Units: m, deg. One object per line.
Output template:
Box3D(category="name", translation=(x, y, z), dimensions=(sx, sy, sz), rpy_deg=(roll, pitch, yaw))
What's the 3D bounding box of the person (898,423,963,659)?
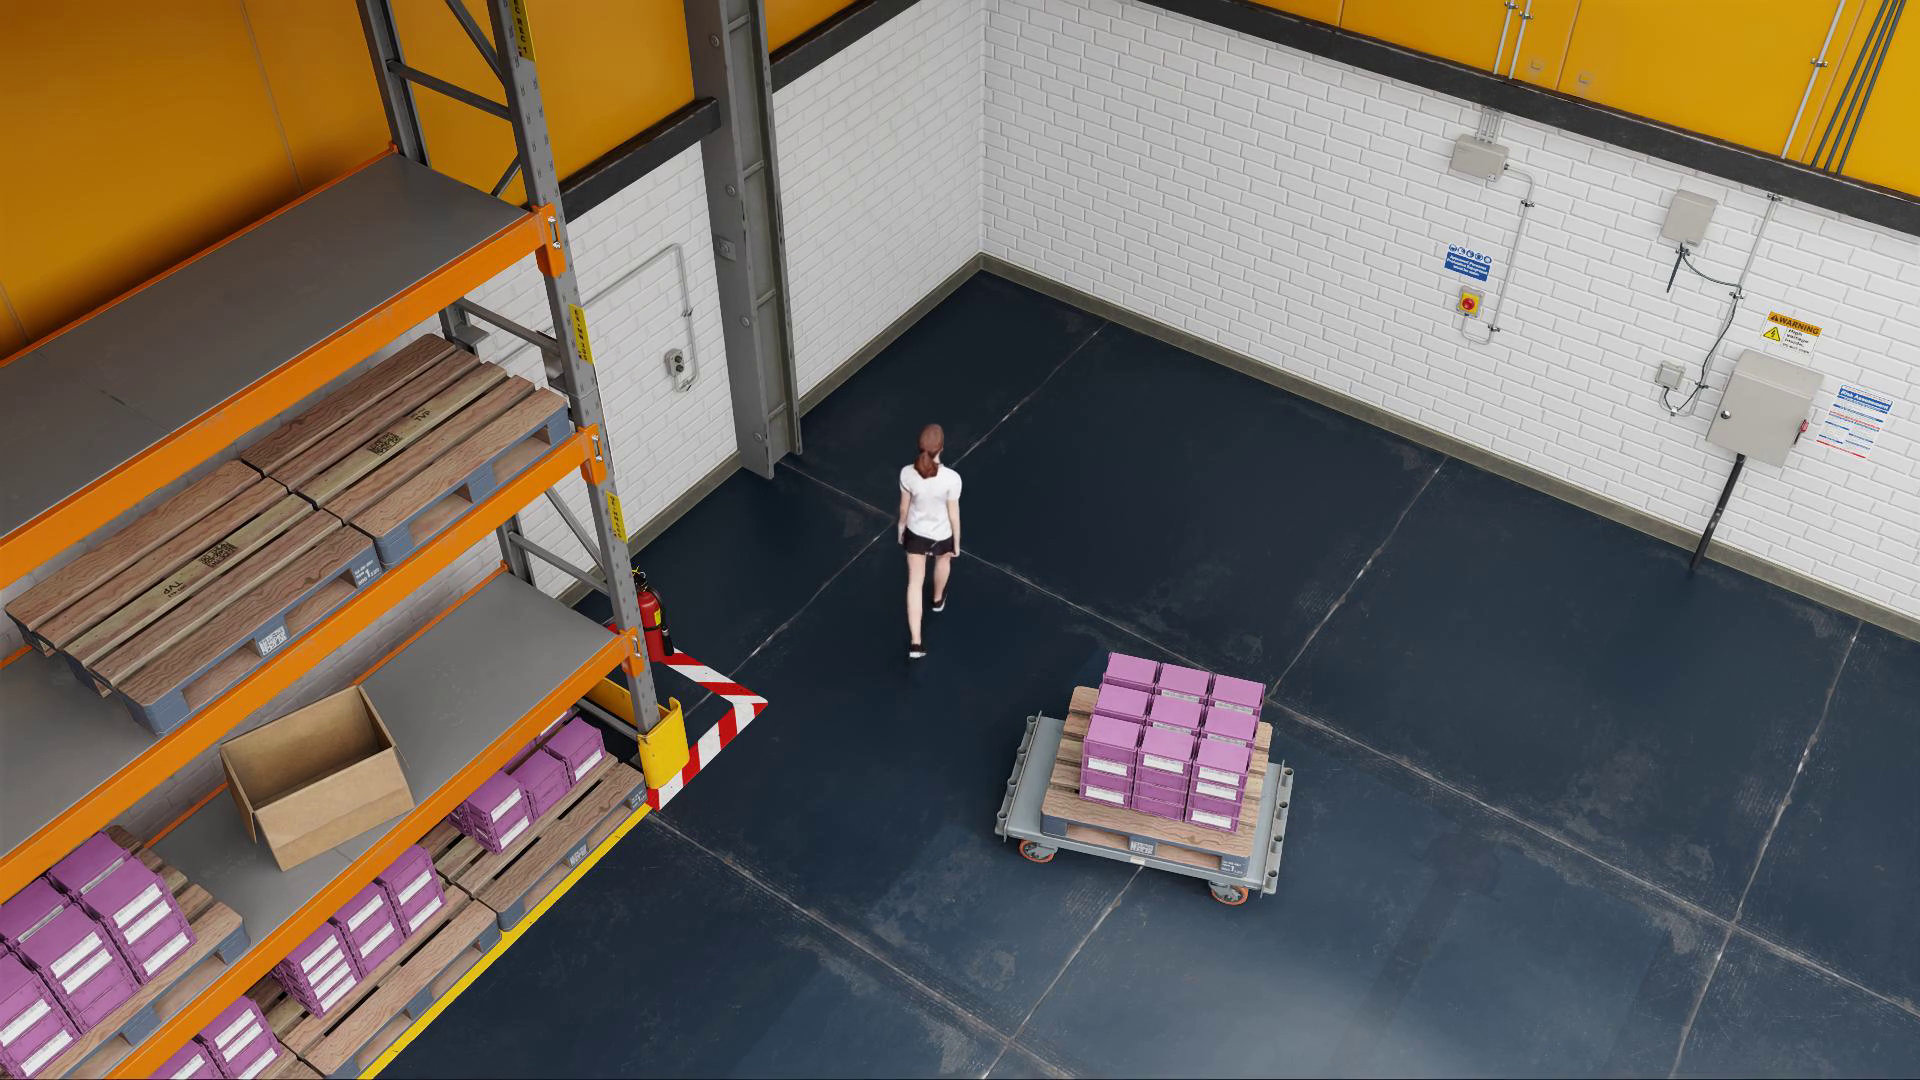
Box3D(category="person", translation=(-0.213, 0.026, 10.641), dimensions=(0.926, 1.719, 1.171), rpy_deg=(4, 44, 5))
